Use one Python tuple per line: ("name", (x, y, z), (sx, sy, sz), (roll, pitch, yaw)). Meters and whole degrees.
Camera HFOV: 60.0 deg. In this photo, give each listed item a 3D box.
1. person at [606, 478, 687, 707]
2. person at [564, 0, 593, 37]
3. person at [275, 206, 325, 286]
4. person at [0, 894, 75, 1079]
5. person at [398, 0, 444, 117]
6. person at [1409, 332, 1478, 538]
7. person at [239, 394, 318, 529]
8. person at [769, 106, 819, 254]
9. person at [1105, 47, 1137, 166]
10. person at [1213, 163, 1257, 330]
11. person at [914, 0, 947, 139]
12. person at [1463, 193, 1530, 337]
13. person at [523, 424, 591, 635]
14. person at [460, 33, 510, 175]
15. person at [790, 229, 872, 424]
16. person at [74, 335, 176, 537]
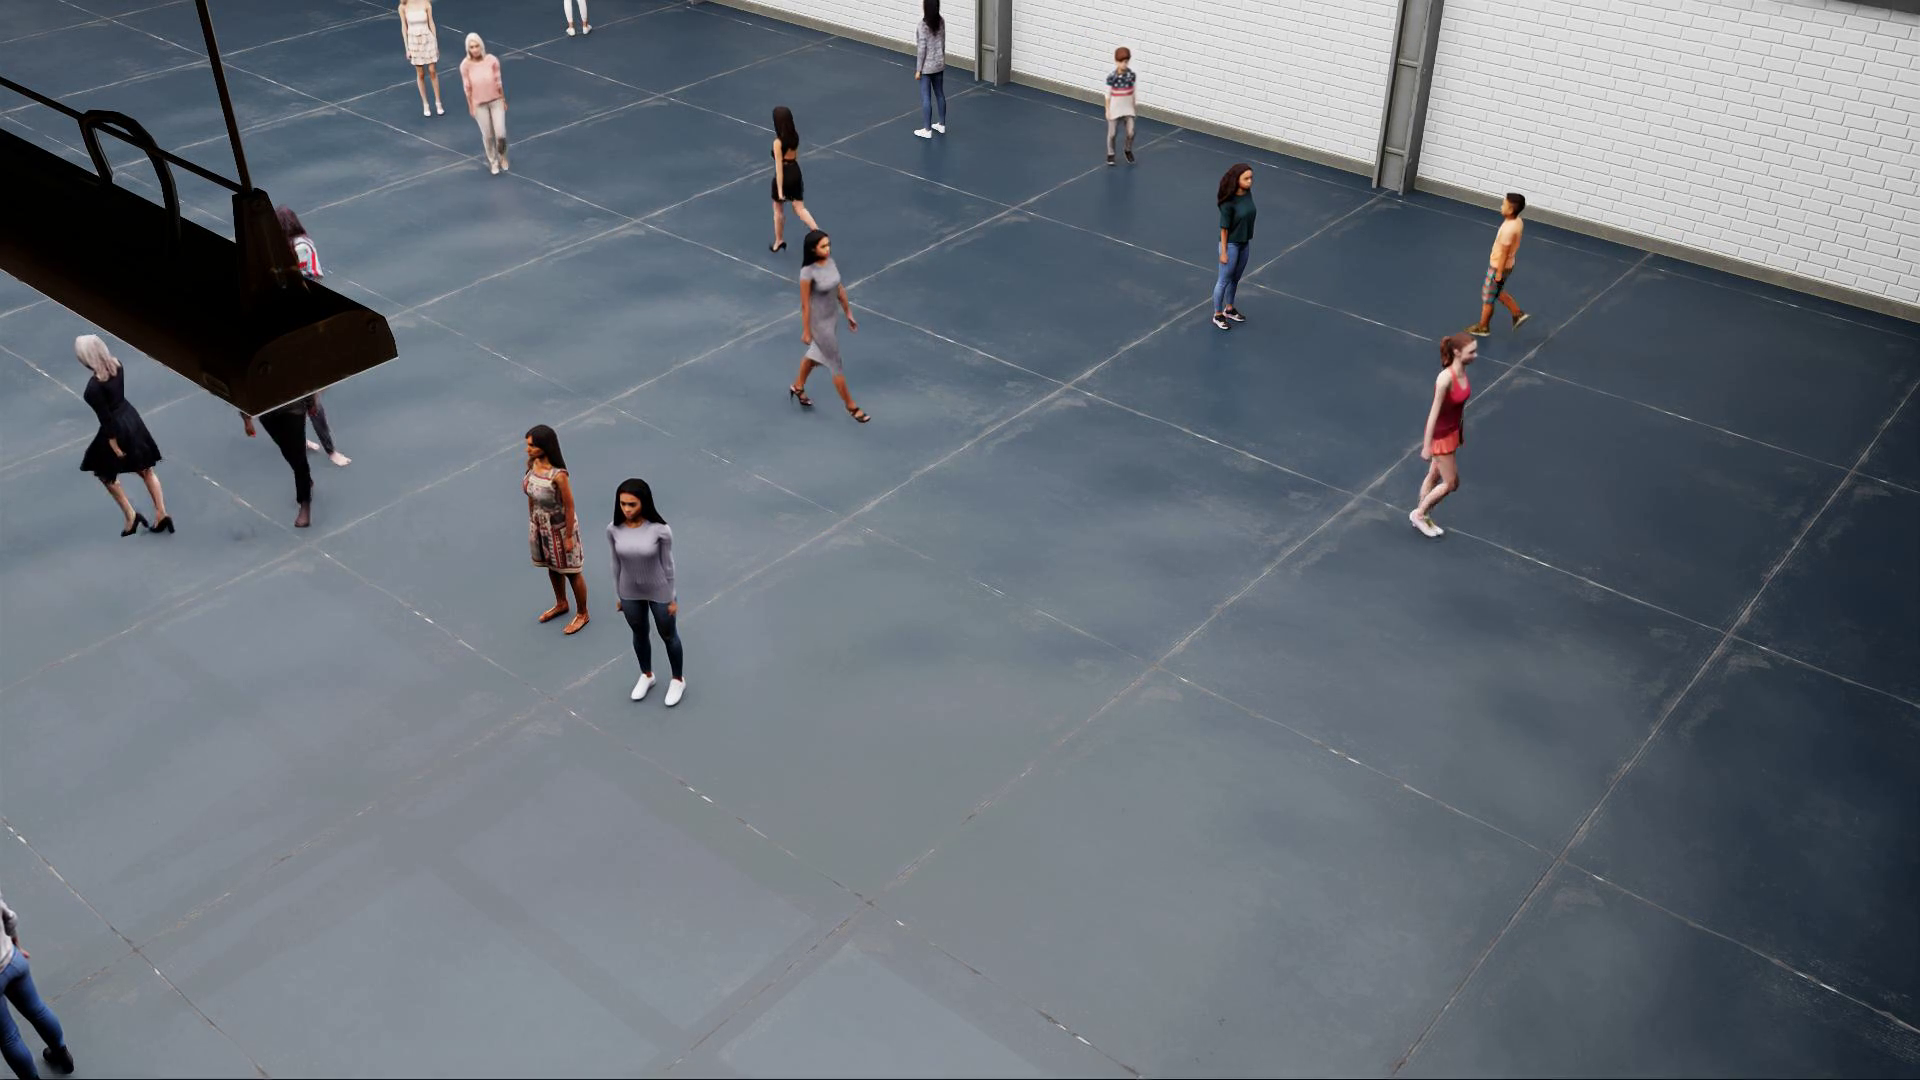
("person", (-2.076, 0.335, 11.099), (0.629, 1.735, 0.735), (4, 34, 7))
("person", (-5.577, -8.117, 23.840), (0.697, 1.707, 0.734), (-7, 34, -11))
("person", (-5.985, -2.216, 15.064), (0.921, 1.595, 1.057), (-8, 34, -12))
("person", (-4.875, 2.199, 8.388), (0.639, 1.631, 0.671), (10, 35, 15))
("person", (-6.777, -6.206, 20.941), (0.645, 1.734, 0.673), (-10, 35, -15))
("person", (3.661, -0.825, 12.834), (0.605, 1.746, 0.584), (24, 40, 31))
("person", (-5.349, -1.046, 13.130), (1.130, 1.787, 1.233), (-6, 34, -9))
("person", (-1.704, -3.666, 17.220), (0.997, 1.624, 0.569), (23, 40, 30))
("person", (1.895, -5.101, 19.559), (0.684, 1.424, 0.741), (-5, 34, -7))
("person", (2.631, -2.844, 15.989), (0.611, 1.617, 0.607), (-29, 43, -36))
("person", (-0.352, -5.814, 20.353), (0.536, 1.731, 0.622), (29, 43, 36))
("person", (5.196, -2.589, 15.755), (0.839, 1.451, 0.635), (16, 37, 22))
("person", (-2.879, -0.099, 11.833), (0.464, 1.645, 0.712), (23, 40, 31))
("person", (-5.478, -5.067, 19.264), (0.760, 1.693, 0.815), (-9, 35, -13))
("person", (-1.261, -1.856, 14.400), (1.142, 1.730, 0.730), (18, 38, 25))
("person", (-6.360, -0.792, 12.795), (0.861, 1.735, 0.802), (4, 34, 5))
